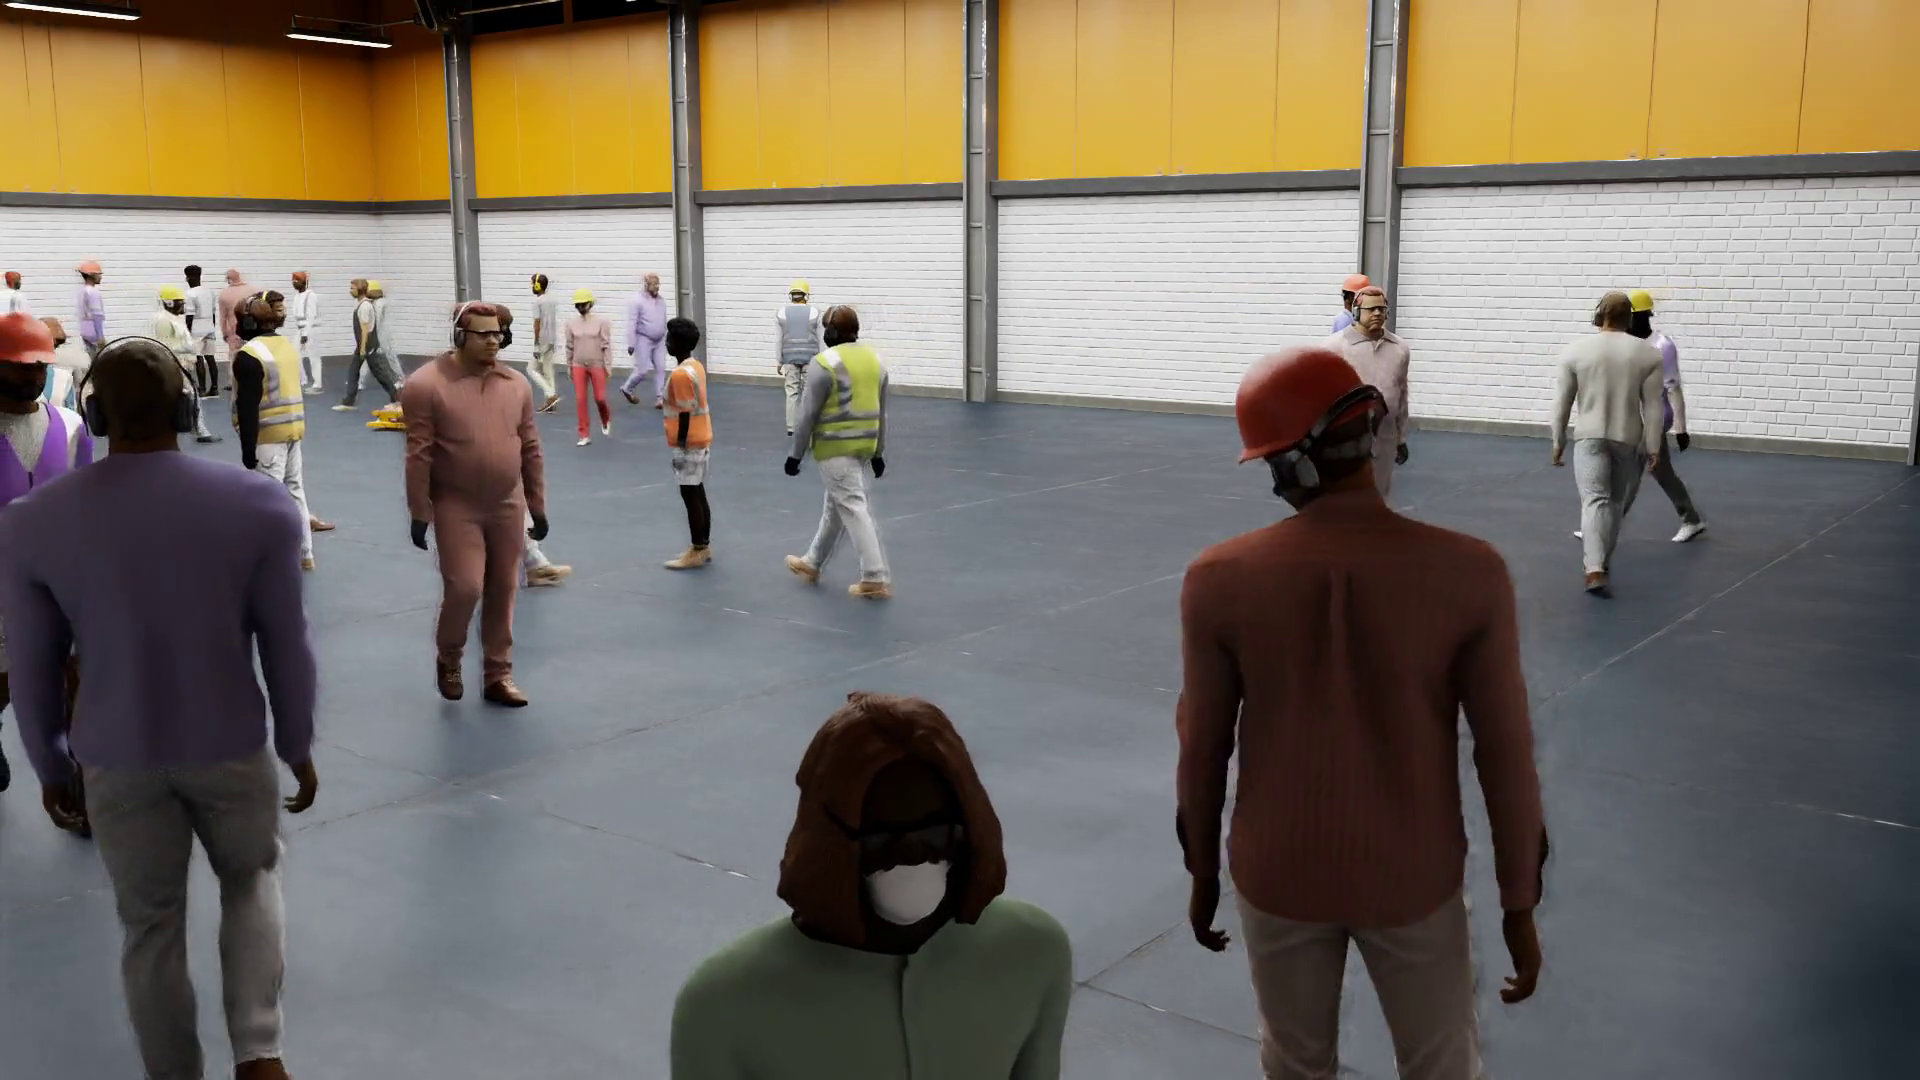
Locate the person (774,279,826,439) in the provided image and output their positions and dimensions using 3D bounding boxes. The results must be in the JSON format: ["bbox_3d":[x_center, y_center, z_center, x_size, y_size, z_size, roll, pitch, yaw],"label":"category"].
[{"bbox_3d":[-1.816,-2.058,19.023,0.589,1.822,0.403,0,10,2],"label":"person"}]

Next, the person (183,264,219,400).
[{"bbox_3d":[-11.072,-3.022,24.220,0.367,1.964,0.604,3,10,15],"label":"person"}]

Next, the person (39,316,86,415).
[{"bbox_3d":[-7.451,-1.056,13.834,0.739,1.610,0.497,3,10,17],"label":"person"}]

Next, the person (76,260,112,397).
[{"bbox_3d":[-11.928,-2.815,22.931,0.628,1.992,0.448,10,14,44],"label":"person"}]

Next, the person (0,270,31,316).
[{"bbox_3d":[-14.180,-3.108,25.011,0.578,1.873,0.408,4,11,24],"label":"person"}]

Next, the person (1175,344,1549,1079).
[{"bbox_3d":[0.739,0.621,3.069,0.710,1.944,0.510,3,10,15],"label":"person"}]

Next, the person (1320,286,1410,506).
[{"bbox_3d":[2.584,-0.656,10.612,0.641,1.909,0.409,-3,10,-15],"label":"person"}]

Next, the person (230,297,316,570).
[{"bbox_3d":[-4.520,-0.658,10.866,0.432,1.836,0.626,1,10,7],"label":"person"}]

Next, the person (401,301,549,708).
[{"bbox_3d":[-2.222,-0.158,7.730,0.676,1.894,0.414,-9,14,-44],"label":"person"}]

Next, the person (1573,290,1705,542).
[{"bbox_3d":[5.050,-0.884,12.097,1.000,1.861,0.647,0,10,-2],"label":"person"}]

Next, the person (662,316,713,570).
[{"bbox_3d":[-1.831,-0.648,11.177,0.318,1.696,0.537,0,10,2],"label":"person"}]

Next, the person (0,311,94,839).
[{"bbox_3d":[-3.450,0.114,6.118,0.804,1.916,0.554,9,14,44],"label":"person"}]

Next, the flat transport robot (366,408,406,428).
[{"bbox_3d":[-6.629,-1.541,20.523,0.652,0.197,1.431,3,10,14],"label":"flat transport robot"}]

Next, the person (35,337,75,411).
[{"bbox_3d":[-6.283,-0.632,11.401,0.904,1.590,0.510,7,12,36],"label":"person"}]

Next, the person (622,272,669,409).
[{"bbox_3d":[-4.294,-2.716,22.705,0.699,1.876,0.695,8,13,39],"label":"person"}]

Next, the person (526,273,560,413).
[{"bbox_3d":[-5.567,-2.606,22.109,0.386,1.856,0.558,3,10,18],"label":"person"}]

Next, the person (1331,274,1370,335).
[{"bbox_3d":[3.568,-1.460,15.232,0.367,1.930,0.542,3,10,16],"label":"person"}]

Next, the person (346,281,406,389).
[{"bbox_3d":[-9.170,-3.210,26.096,0.903,1.695,0.491,-8,12,-37],"label":"person"}]

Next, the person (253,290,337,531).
[{"bbox_3d":[-5.215,-0.968,12.604,0.791,1.847,0.545,-3,10,-14],"label":"person"}]

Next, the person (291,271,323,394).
[{"bbox_3d":[-9.853,-3.103,24.989,0.584,1.857,0.561,6,12,32],"label":"person"}]

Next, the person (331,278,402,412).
[{"bbox_3d":[-7.973,-2.623,22.387,0.940,1.806,0.519,-5,11,-26],"label":"person"}]

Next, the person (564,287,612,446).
[{"bbox_3d":[-4.120,-1.938,18.525,0.538,1.748,0.565,0,10,1],"label":"person"}]

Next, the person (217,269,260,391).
[{"bbox_3d":[-11.113,-3.234,25.756,0.738,1.870,0.426,-2,10,-13],"label":"person"}]

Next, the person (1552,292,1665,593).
[{"bbox_3d":[4.093,-0.613,10.514,0.650,1.886,0.998,2,10,12],"label":"person"}]

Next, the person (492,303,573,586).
[{"bbox_3d":[-2.793,-0.556,10.323,0.859,1.803,0.629,-3,10,-16],"label":"person"}]

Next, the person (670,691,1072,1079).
[{"bbox_3d":[-0.087,0.968,1.955,0.507,1.631,0.266,-5,11,-26],"label":"person"}]

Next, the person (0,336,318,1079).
[{"bbox_3d":[-1.832,0.499,3.867,0.633,1.923,0.445,-4,11,-24],"label":"person"}]

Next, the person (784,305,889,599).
[{"bbox_3d":[-0.779,-0.553,10.342,0.957,1.790,0.640,7,12,35],"label":"person"}]

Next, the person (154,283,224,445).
[{"bbox_3d":[-8.709,-1.935,18.385,0.889,1.796,0.598,-2,10,-14],"label":"person"}]
